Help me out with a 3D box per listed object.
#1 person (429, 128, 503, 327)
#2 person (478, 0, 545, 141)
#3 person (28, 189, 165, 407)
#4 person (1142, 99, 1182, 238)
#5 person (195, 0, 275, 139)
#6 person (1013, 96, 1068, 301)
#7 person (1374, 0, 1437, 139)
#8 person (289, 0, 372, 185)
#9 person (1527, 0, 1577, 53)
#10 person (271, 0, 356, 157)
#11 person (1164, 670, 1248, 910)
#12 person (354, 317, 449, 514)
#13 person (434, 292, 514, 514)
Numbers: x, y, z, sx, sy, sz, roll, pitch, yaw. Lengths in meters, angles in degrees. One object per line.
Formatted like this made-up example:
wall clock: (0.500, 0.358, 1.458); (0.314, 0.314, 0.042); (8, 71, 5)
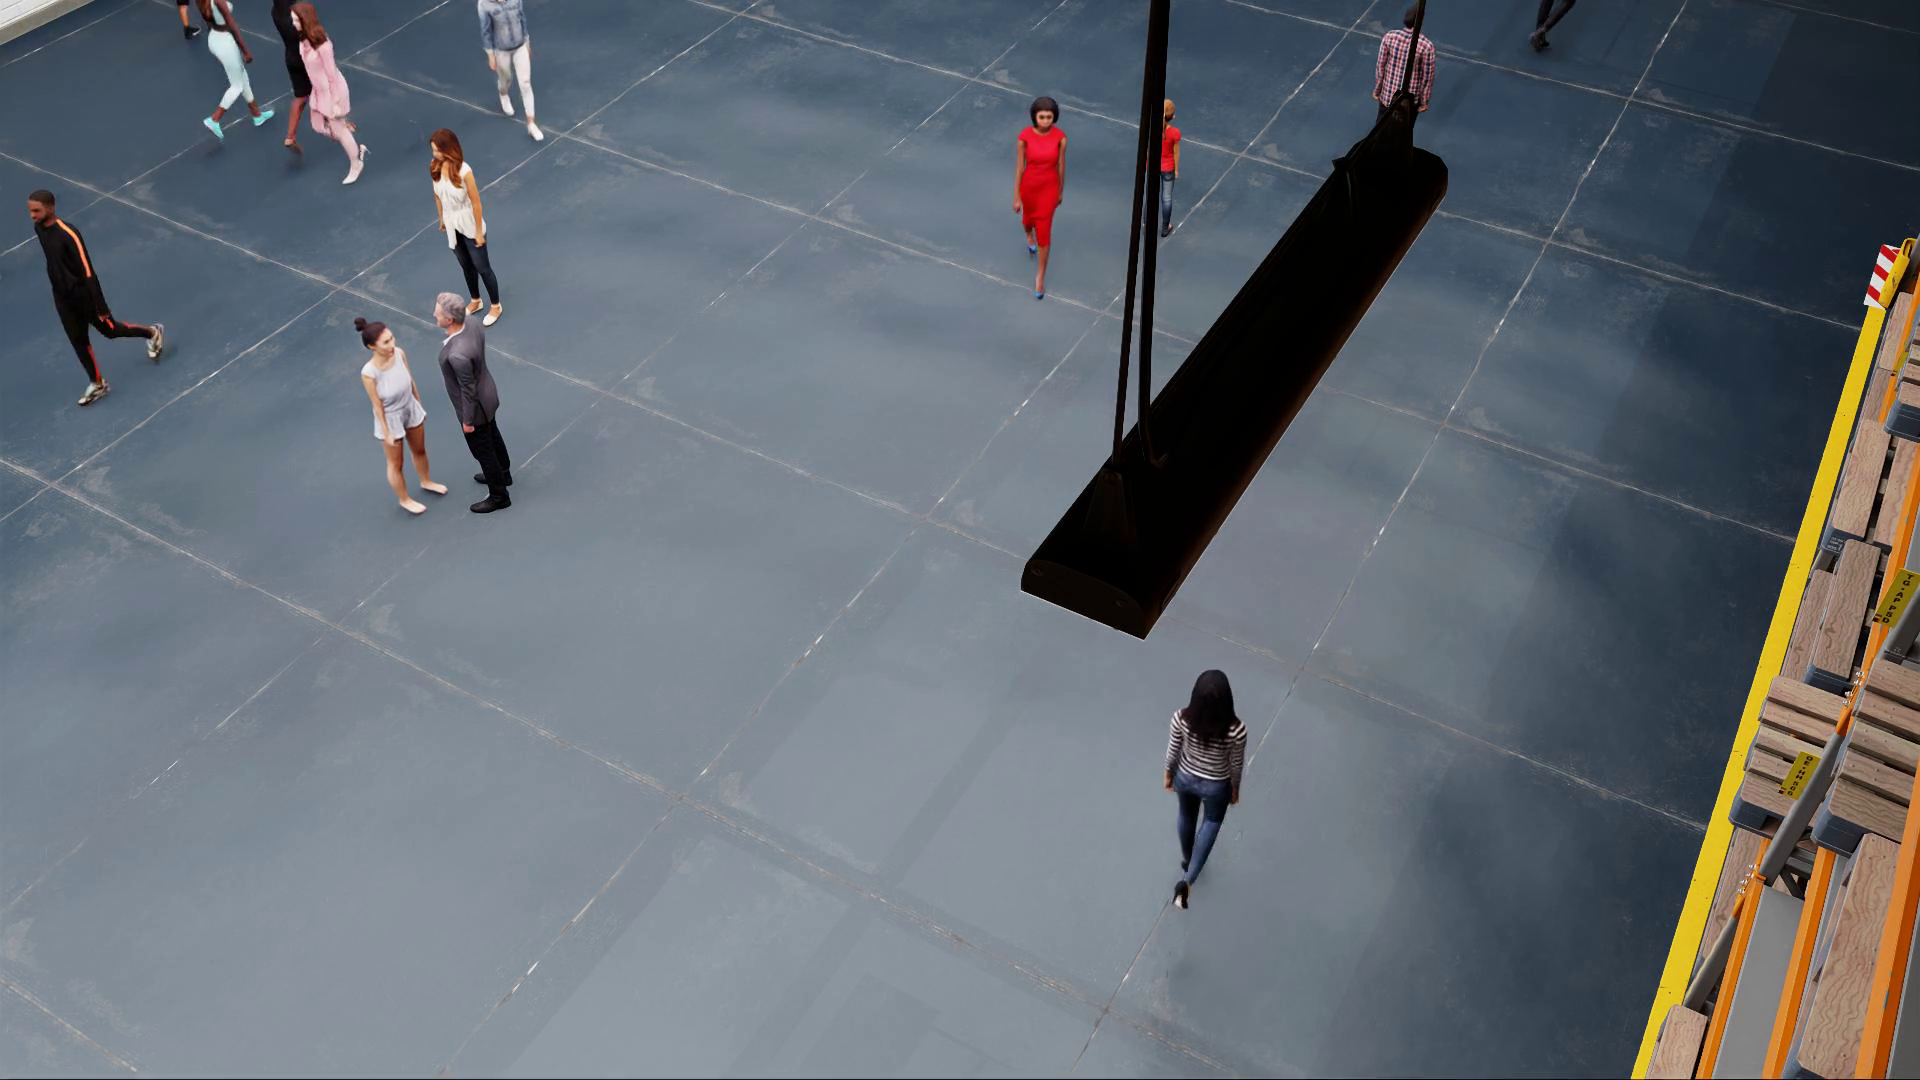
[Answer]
person: (-4.057, -2.578, 13.639); (0.596, 1.782, 0.519); (20, 47, 20)
person: (-4.362, -4.733, 15.979); (1.123, 1.674, 1.034); (-22, 48, -21)
person: (-6.801, -1.963, 12.995); (0.700, 1.779, 1.148); (18, 46, 18)
person: (1.773, -3.290, 14.728); (0.525, 1.310, 0.550); (11, 45, 11)
person: (-7.057, -4.630, 15.851); (0.621, 1.702, 1.027); (28, 50, 26)
person: (0.652, -2.983, 14.121); (0.937, 1.703, 1.163); (0, 44, 0)
person: (4.039, -4.079, 15.230); (0.680, 1.760, 0.595); (23, 48, 22)
person: (-5.701, -4.125, 15.260); (0.739, 1.786, 0.711); (-34, 53, -30)
person: (6.095, -5.791, 17.043); (0.841, 1.737, 0.794); (-27, 50, -26)
person: (-6.201, -4.424, 15.636); (0.764, 1.700, 1.134); (13, 45, 14)
person: (1.354, 1.452, 9.407); (0.697, 1.783, 0.904); (13, 45, 13)
person: (-4.071, -0.908, 12.006); (0.618, 1.616, 0.447); (20, 47, 20)
person: (-3.499, -1.012, 11.951); (0.865, 1.842, 0.765); (-4, 44, -5)
